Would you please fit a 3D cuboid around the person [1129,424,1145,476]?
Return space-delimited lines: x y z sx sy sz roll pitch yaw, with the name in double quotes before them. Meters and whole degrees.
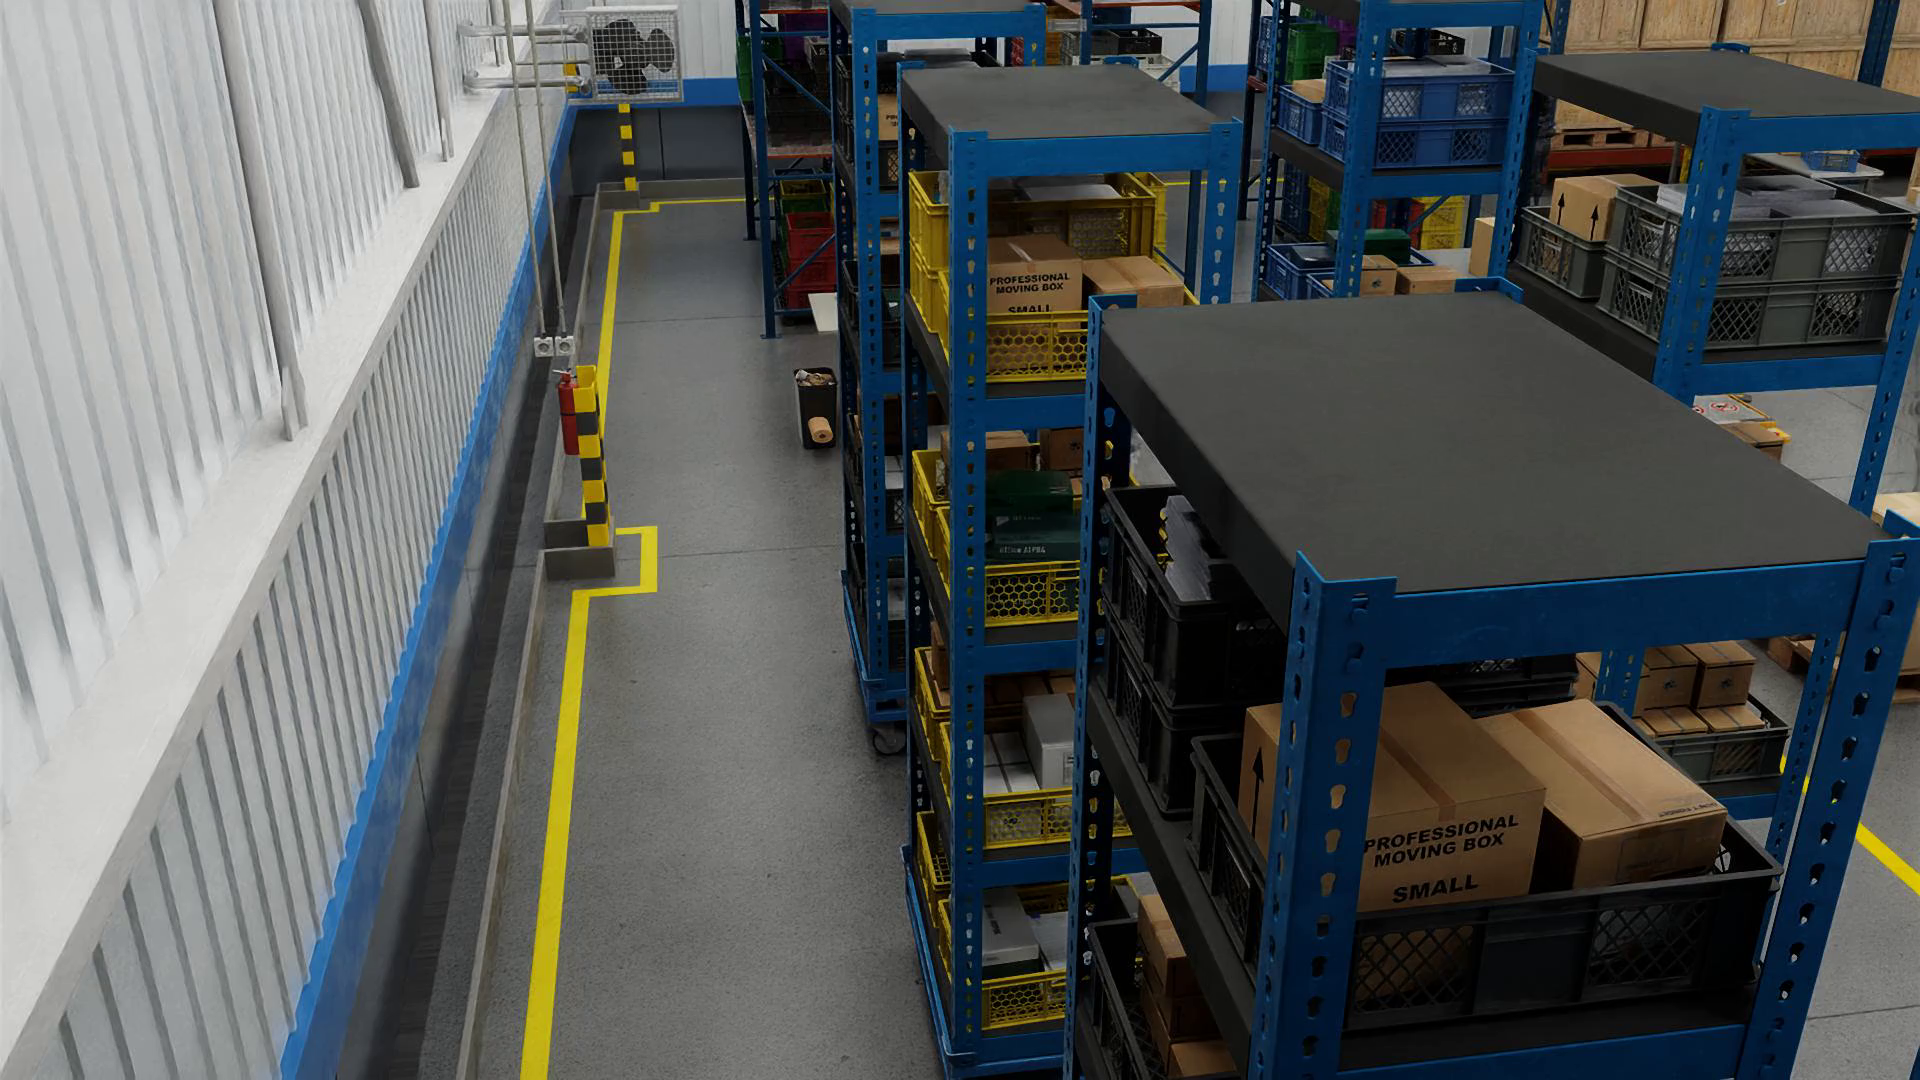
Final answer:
"person" 0.881 -0.460 9.381 0.359 1.871 0.583 5 25 10

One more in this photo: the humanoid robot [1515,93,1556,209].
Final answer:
"humanoid robot" 6.295 -4.396 18.152 0.313 1.657 0.609 0 25 0

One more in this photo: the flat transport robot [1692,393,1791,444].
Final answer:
"flat transport robot" 5.224 -0.859 12.132 1.431 0.197 0.652 -4 25 -8
